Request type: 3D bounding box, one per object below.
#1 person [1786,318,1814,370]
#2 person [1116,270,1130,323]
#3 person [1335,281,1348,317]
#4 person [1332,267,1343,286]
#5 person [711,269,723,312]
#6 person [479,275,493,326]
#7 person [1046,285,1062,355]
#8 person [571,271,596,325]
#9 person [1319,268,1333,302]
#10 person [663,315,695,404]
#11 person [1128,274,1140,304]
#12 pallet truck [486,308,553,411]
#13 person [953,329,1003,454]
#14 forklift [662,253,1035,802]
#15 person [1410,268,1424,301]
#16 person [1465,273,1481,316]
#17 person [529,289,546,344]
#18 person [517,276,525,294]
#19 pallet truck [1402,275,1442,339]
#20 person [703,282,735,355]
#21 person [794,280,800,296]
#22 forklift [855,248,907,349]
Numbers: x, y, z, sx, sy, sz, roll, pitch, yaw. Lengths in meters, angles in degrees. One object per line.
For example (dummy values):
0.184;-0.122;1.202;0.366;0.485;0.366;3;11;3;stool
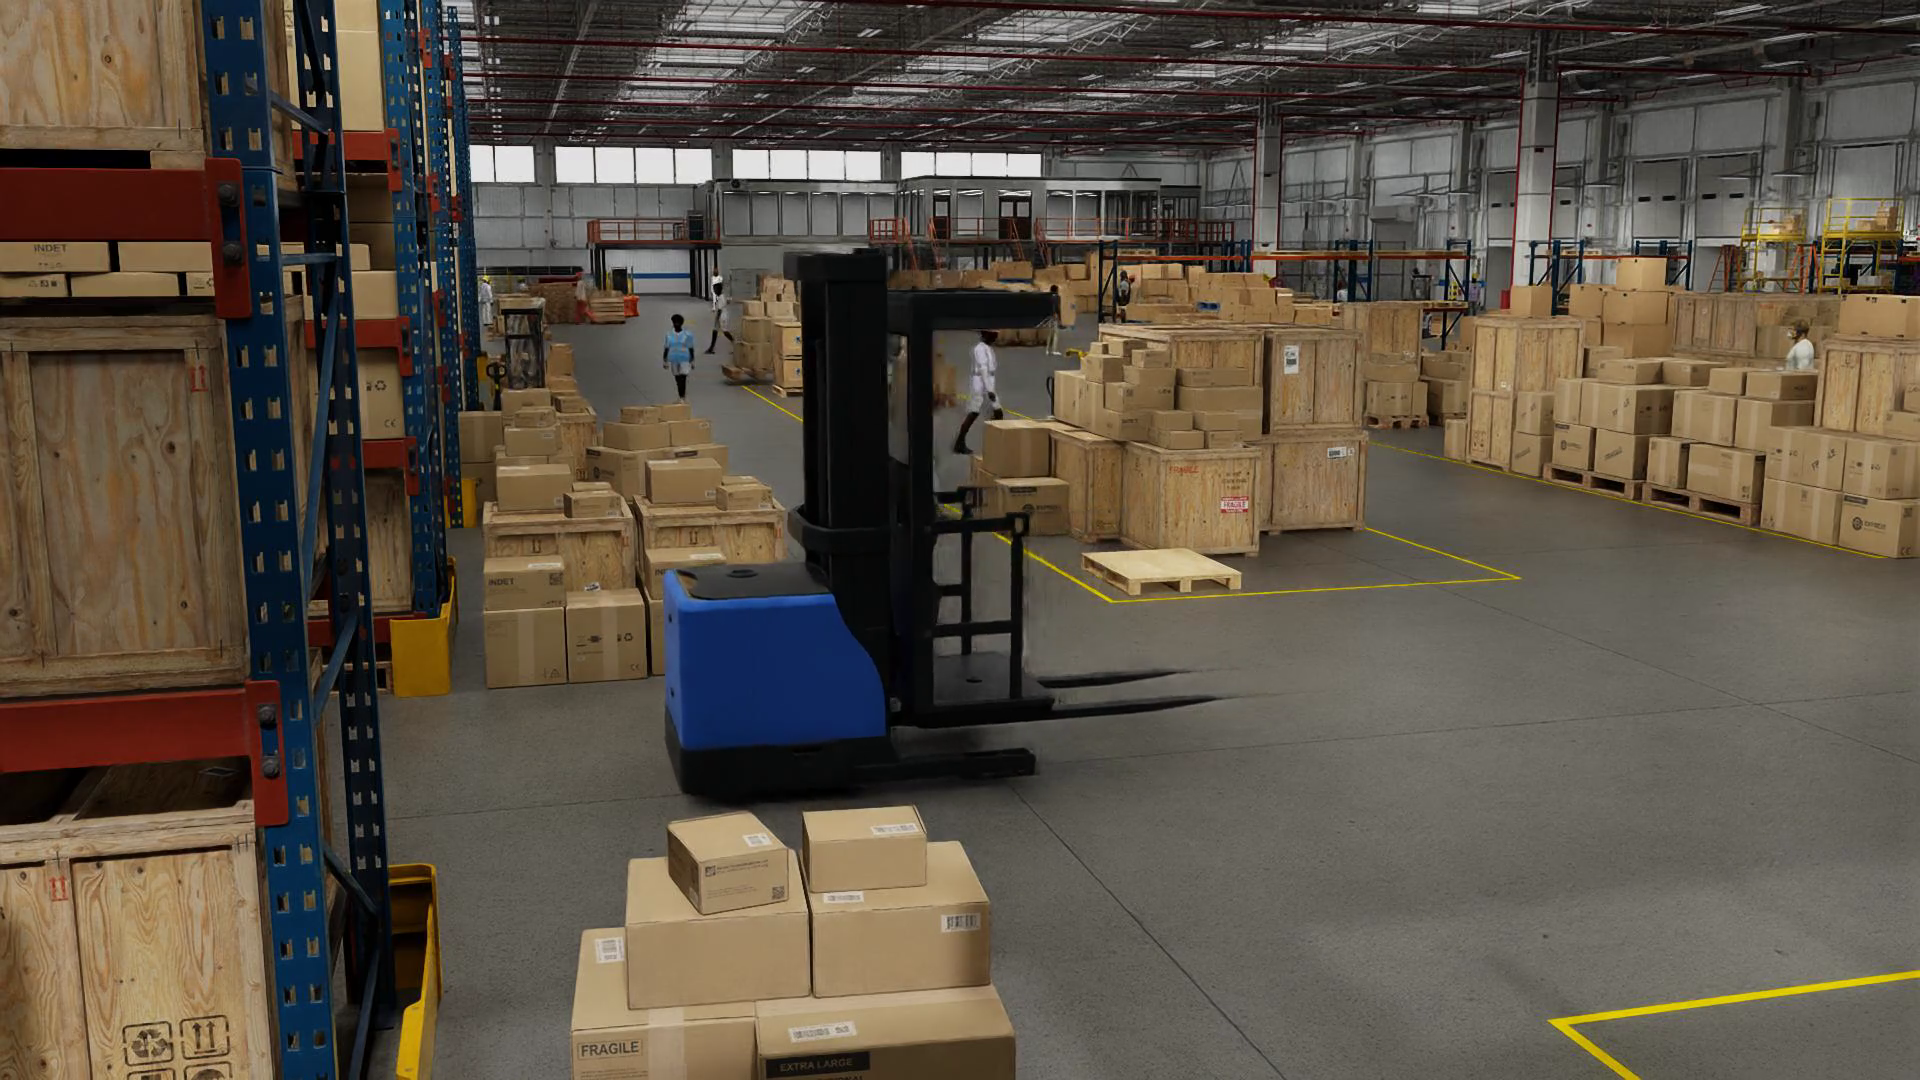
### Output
10.872;-1.902;21.607;0.370;1.940;0.627;5;11;28;person
5.671;-8.407;58.155;0.539;2.000;0.689;4;11;19;person
11.178;-6.735;49.230;0.601;1.841;0.893;-8;13;-39;person
19.729;-13.371;86.836;0.624;1.840;0.430;6;12;31;person
-10.587;-10.839;72.370;0.583;1.882;0.337;4;11;22;person
-17.019;-8.607;59.880;0.589;1.832;0.404;7;12;35;person
2.488;-5.831;44.099;0.321;1.859;0.512;-9;13;-41;person
-13.730;-8.778;60.477;0.855;1.968;0.622;-2;10;-9;person
16.912;-11.603;76.728;1.076;1.871;0.618;-4;11;-20;person
-5.023;-3.171;29.595;0.551;1.647;0.870;2;10;14;person
6.076;-8.373;58.371;0.654;1.914;0.465;-6;12;-30;person
-6.242;-2.418;24.362;0.823;1.965;1.885;1;10;3;pallet truck
0.355;-2.094;22.875;1.011;1.890;0.550;4;11;22;person
-0.645;-0.141;8.972;1.873;2.768;1.129;-3;10;-15;forklift
21.111;-11.615;76.783;0.660;1.876;0.911;1;10;8;person
18.385;-8.594;59.579;0.584;1.918;0.408;-1;10;-8;person
-12.421;-6.574;49.003;0.550;1.611;0.353;3;10;14;person
-17.289;-9.585;65.723;0.418;1.722;0.558;-3;11;-18;person
14.620;-7.324;52.145;0.823;1.965;1.885;8;13;40;pallet truck
-6.310;-5.872;44.152;0.994;1.921;0.626;-3;10;-14;person
-7.694;-11.819;78.143;0.933;1.800;0.537;6;12;31;person
-1.993;-4.881;35.811;1.873;2.768;1.129;-3;10;-15;forklift
